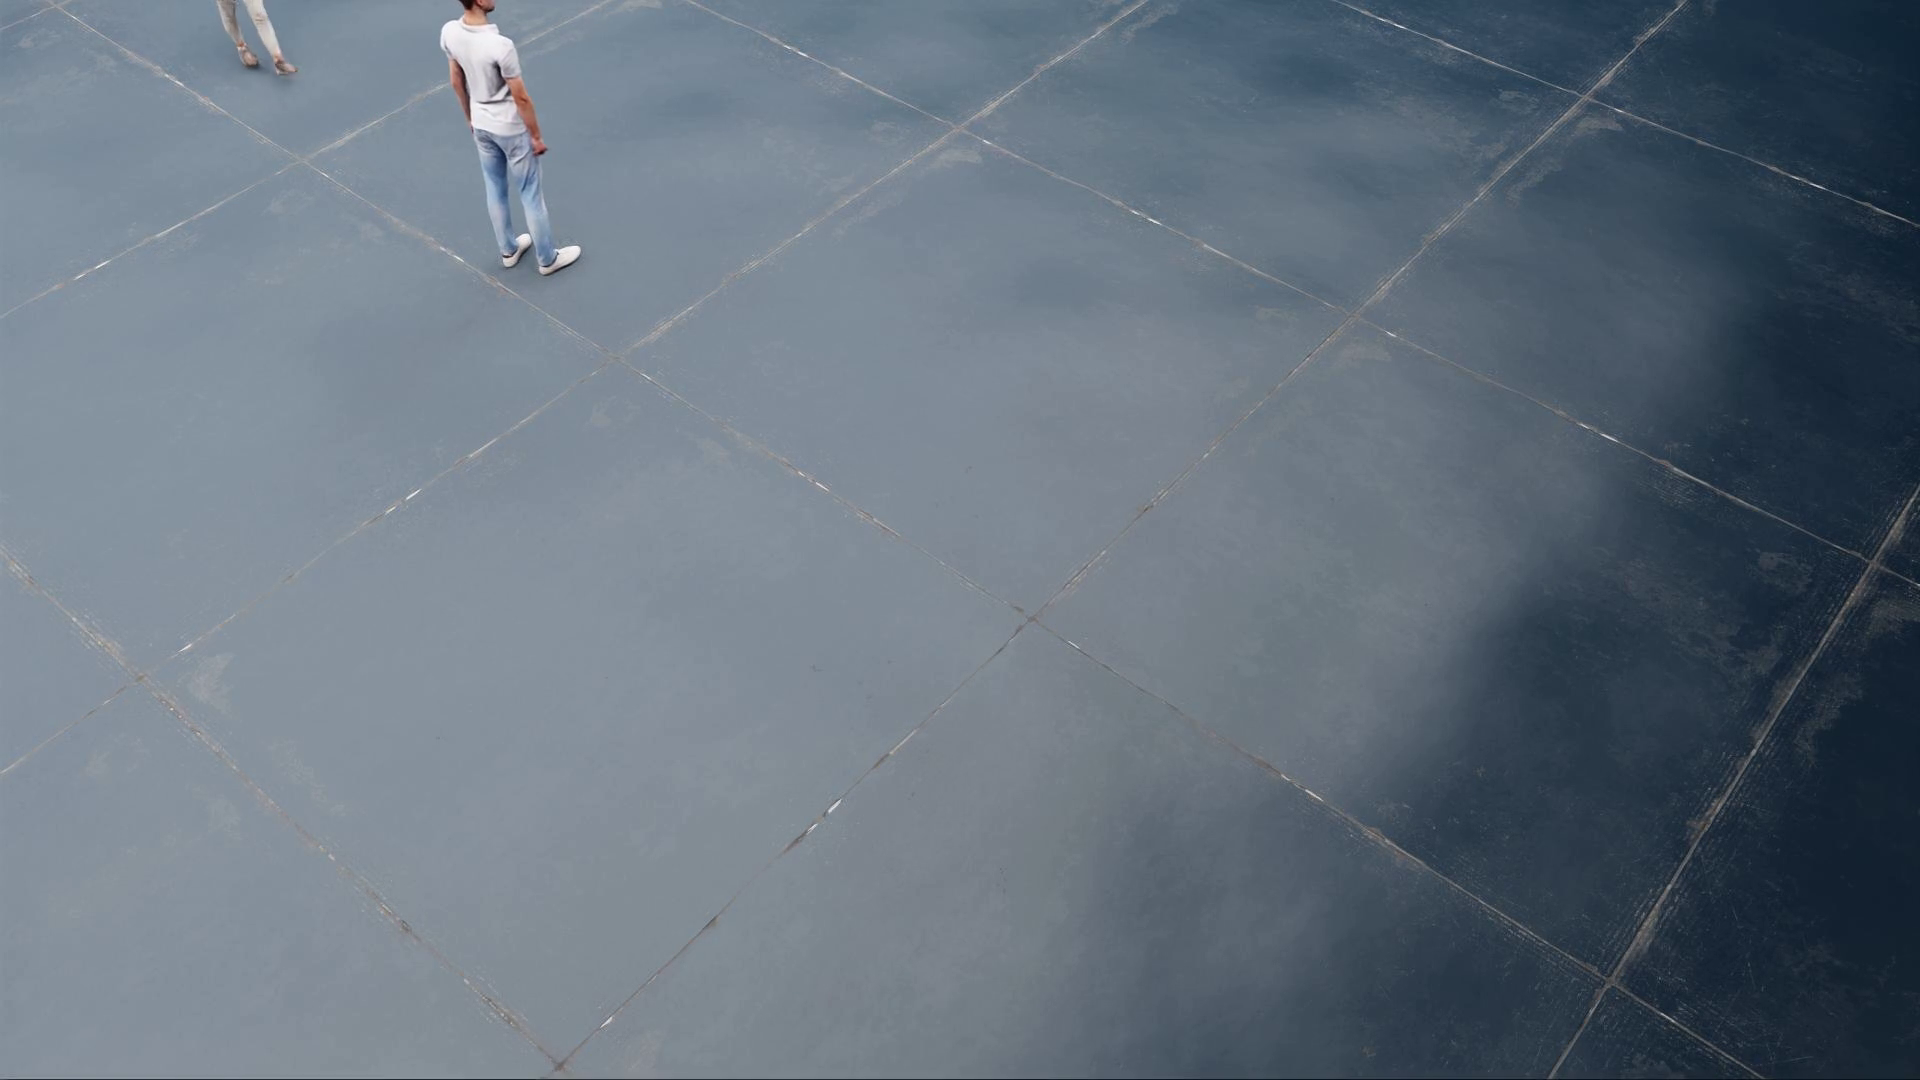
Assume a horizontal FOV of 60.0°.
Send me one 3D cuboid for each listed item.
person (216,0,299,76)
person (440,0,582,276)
[{"bbox_3d":[-4.865,-3.787,10.944,0.835,1.474,0.716,-34,56,-27],"label":"person"},{"bbox_3d":[-2.571,-2.312,9.321,0.698,1.854,0.628,21,51,18],"label":"person"}]
